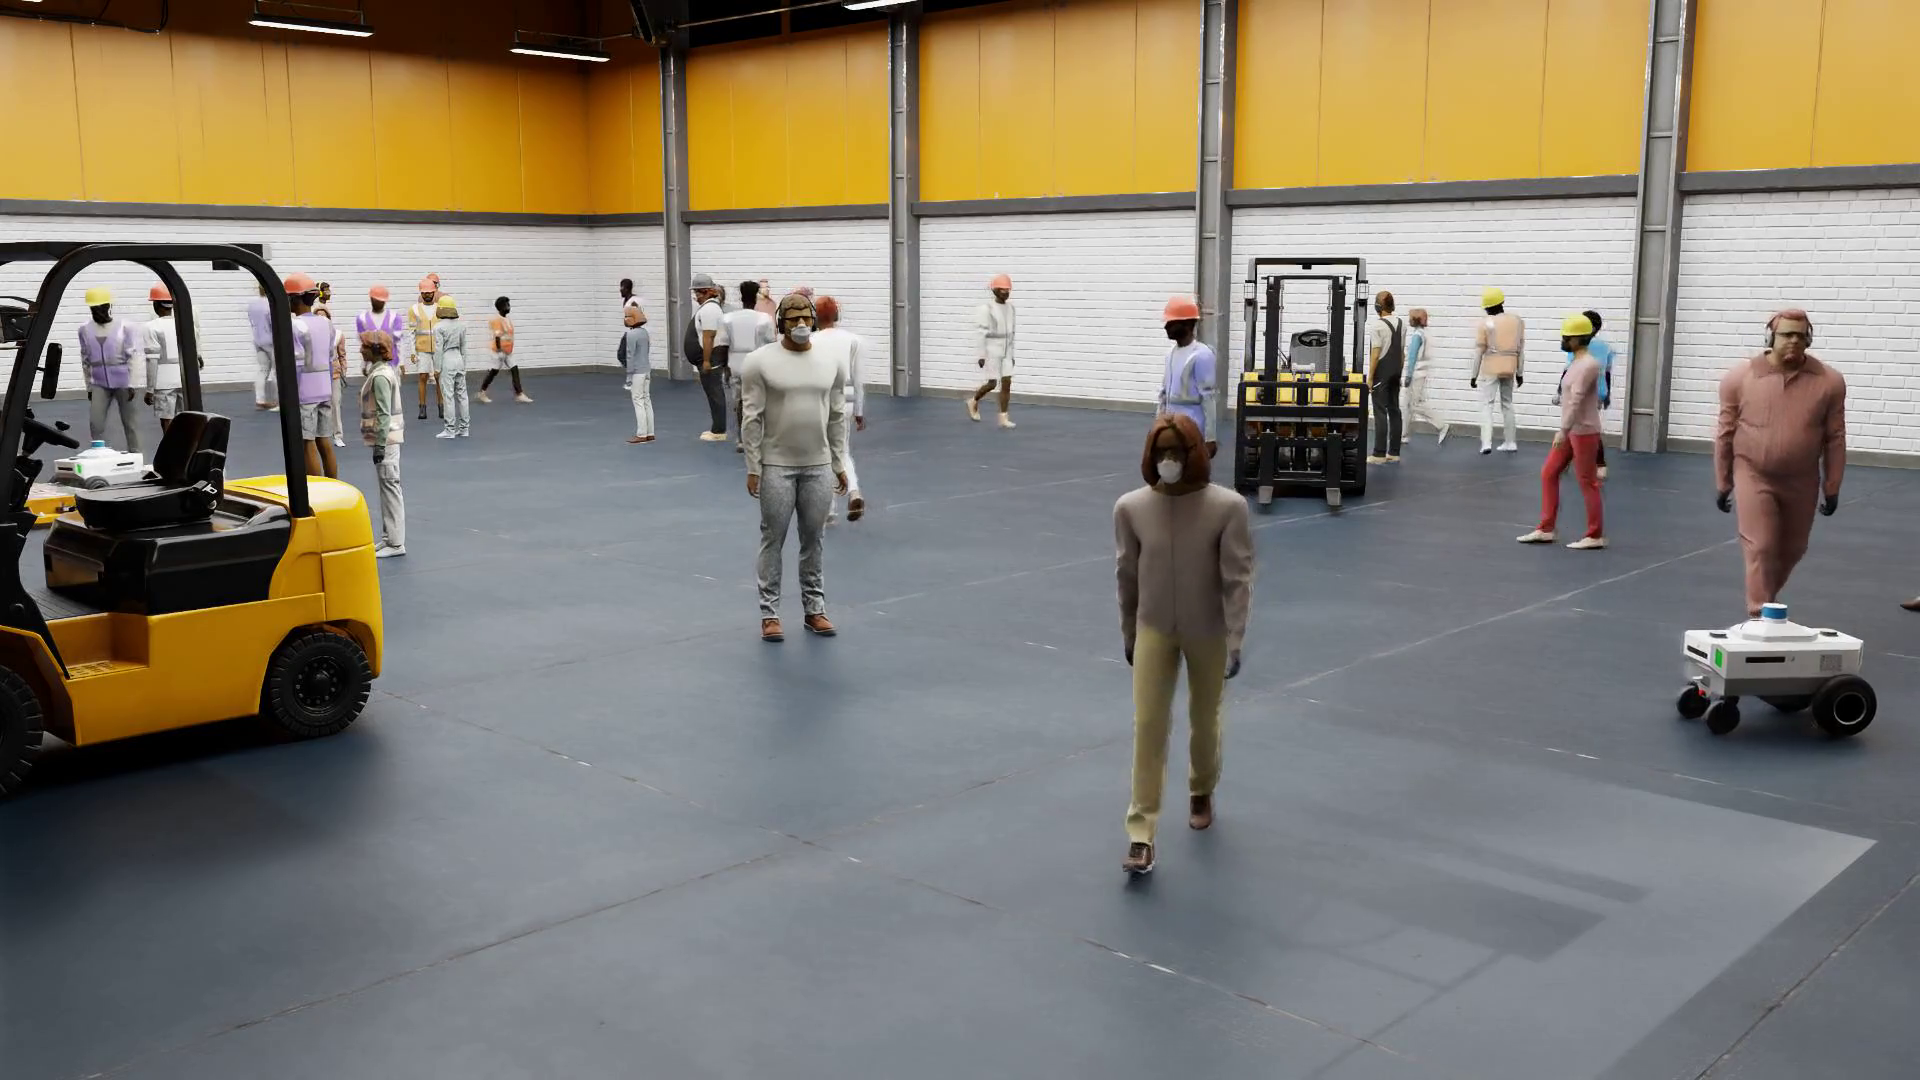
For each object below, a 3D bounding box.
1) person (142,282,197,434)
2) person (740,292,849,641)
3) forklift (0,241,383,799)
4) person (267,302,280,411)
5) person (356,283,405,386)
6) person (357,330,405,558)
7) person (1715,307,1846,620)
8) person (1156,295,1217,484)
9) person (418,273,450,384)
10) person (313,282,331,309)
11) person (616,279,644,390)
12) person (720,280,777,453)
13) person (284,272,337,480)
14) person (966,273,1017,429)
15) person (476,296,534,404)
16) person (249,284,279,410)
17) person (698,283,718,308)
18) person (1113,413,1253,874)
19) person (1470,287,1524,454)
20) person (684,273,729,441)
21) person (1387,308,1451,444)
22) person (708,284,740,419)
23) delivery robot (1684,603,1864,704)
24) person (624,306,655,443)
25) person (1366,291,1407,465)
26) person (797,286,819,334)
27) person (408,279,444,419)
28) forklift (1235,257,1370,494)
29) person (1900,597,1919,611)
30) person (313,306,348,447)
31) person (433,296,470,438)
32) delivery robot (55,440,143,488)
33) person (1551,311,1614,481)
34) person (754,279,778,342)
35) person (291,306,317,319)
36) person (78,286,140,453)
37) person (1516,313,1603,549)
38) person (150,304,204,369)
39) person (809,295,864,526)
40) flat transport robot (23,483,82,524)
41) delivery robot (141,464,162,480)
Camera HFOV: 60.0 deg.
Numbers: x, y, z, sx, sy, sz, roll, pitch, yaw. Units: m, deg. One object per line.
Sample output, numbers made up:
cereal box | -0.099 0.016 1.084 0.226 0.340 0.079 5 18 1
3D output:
person | -7.637 -1.509 16.078 0.360 1.939 0.543 5 11 28
person | -0.916 -0.410 9.336 0.627 1.940 0.371 -4 10 -24
forklift | -3.706 -0.171 7.093 1.214 2.155 2.313 9 13 43
person | -9.788 -2.732 24.207 0.546 1.726 0.532 -5 10 -28
person | -7.156 -2.225 20.578 0.553 1.903 0.634 -2 10 -14
person | -4.160 -0.693 11.987 0.307 1.640 0.513 -3 10 -20
person | 4.491 -0.345 9.163 0.640 1.878 0.859 2 10 13
person | 1.632 -0.823 12.061 1.010 1.886 0.570 -3 10 -19
person | -9.429 -3.792 29.911 0.613 1.991 0.391 -6 11 -33
person | -9.687 -2.988 25.355 0.333 1.873 0.520 -1 9 -9
person | -5.671 -3.521 28.509 0.515 1.900 0.616 -4 10 -25
person | -2.296 -1.883 18.328 0.616 1.944 0.505 2 9 12
person | -5.402 -1.183 13.756 0.371 2.044 0.608 2 9 10
person | 0.439 -2.465 21.716 0.610 2.022 0.737 -8 12 -41
person | -7.045 -2.907 25.510 0.872 1.660 0.537 2 9 11
person | -10.136 -2.847 24.396 0.683 1.908 0.653 6 11 30
person | -3.956 -3.231 26.960 0.557 1.827 0.917 -5 11 -28
person | 0.778 0.337 5.877 0.502 1.576 0.902 2 10 15
person | 6.058 -1.893 18.663 0.643 1.874 0.562 -2 9 -12
person | -3.079 -2.228 20.174 0.535 2.000 0.700 -1 9 -5
person | 5.416 -1.919 19.549 0.687 1.618 0.516 3 10 18
person | -3.258 -2.658 23.366 0.643 1.883 0.967 3 10 20
delivery robot | 3.668 0.530 7.520 0.707 0.478 0.477 -1 9 -4
person | -3.840 -1.965 19.839 0.282 1.626 0.502 2 9 12
person | 4.500 -1.712 17.633 0.505 1.836 0.350 -6 11 -32
person | -1.854 -2.144 20.172 0.909 1.874 0.645 -8 12 -41
person | -7.314 -2.635 22.983 0.553 1.935 0.364 -4 10 -22
forklift | 3.309 -1.629 16.029 1.214 2.155 2.313 2 9 11
person | 5.896 -0.450 9.740 0.679 1.885 0.640 3 10 16
person | -7.368 -1.884 19.285 0.514 1.642 0.310 -5 10 -27
person | -6.274 -2.123 20.441 0.294 1.744 0.487 5 11 30
delivery robot | -7.579 -0.635 14.665 0.477 0.478 0.707 4 10 23
person | 6.158 -1.433 16.487 0.552 1.649 0.874 -6 11 -30
person | -3.197 -3.291 27.101 0.401 1.907 0.681 7 12 37
person | -9.256 -2.653 23.538 0.669 1.798 0.499 2 9 12
person | -8.374 -1.529 16.349 0.611 1.893 0.829 0 9 -3
person | 4.452 -0.789 12.258 0.716 1.740 0.528 1 9 6
person | -9.980 -2.376 21.222 0.621 1.992 0.395 -8 12 -39
person | -1.014 -1.022 13.307 0.598 1.868 0.493 -5 10 -27
flat transport robot | -7.712 -0.314 13.851 1.431 0.197 0.652 8 12 39
delivery robot | -6.523 -0.519 13.953 0.707 0.478 0.477 5 11 30
